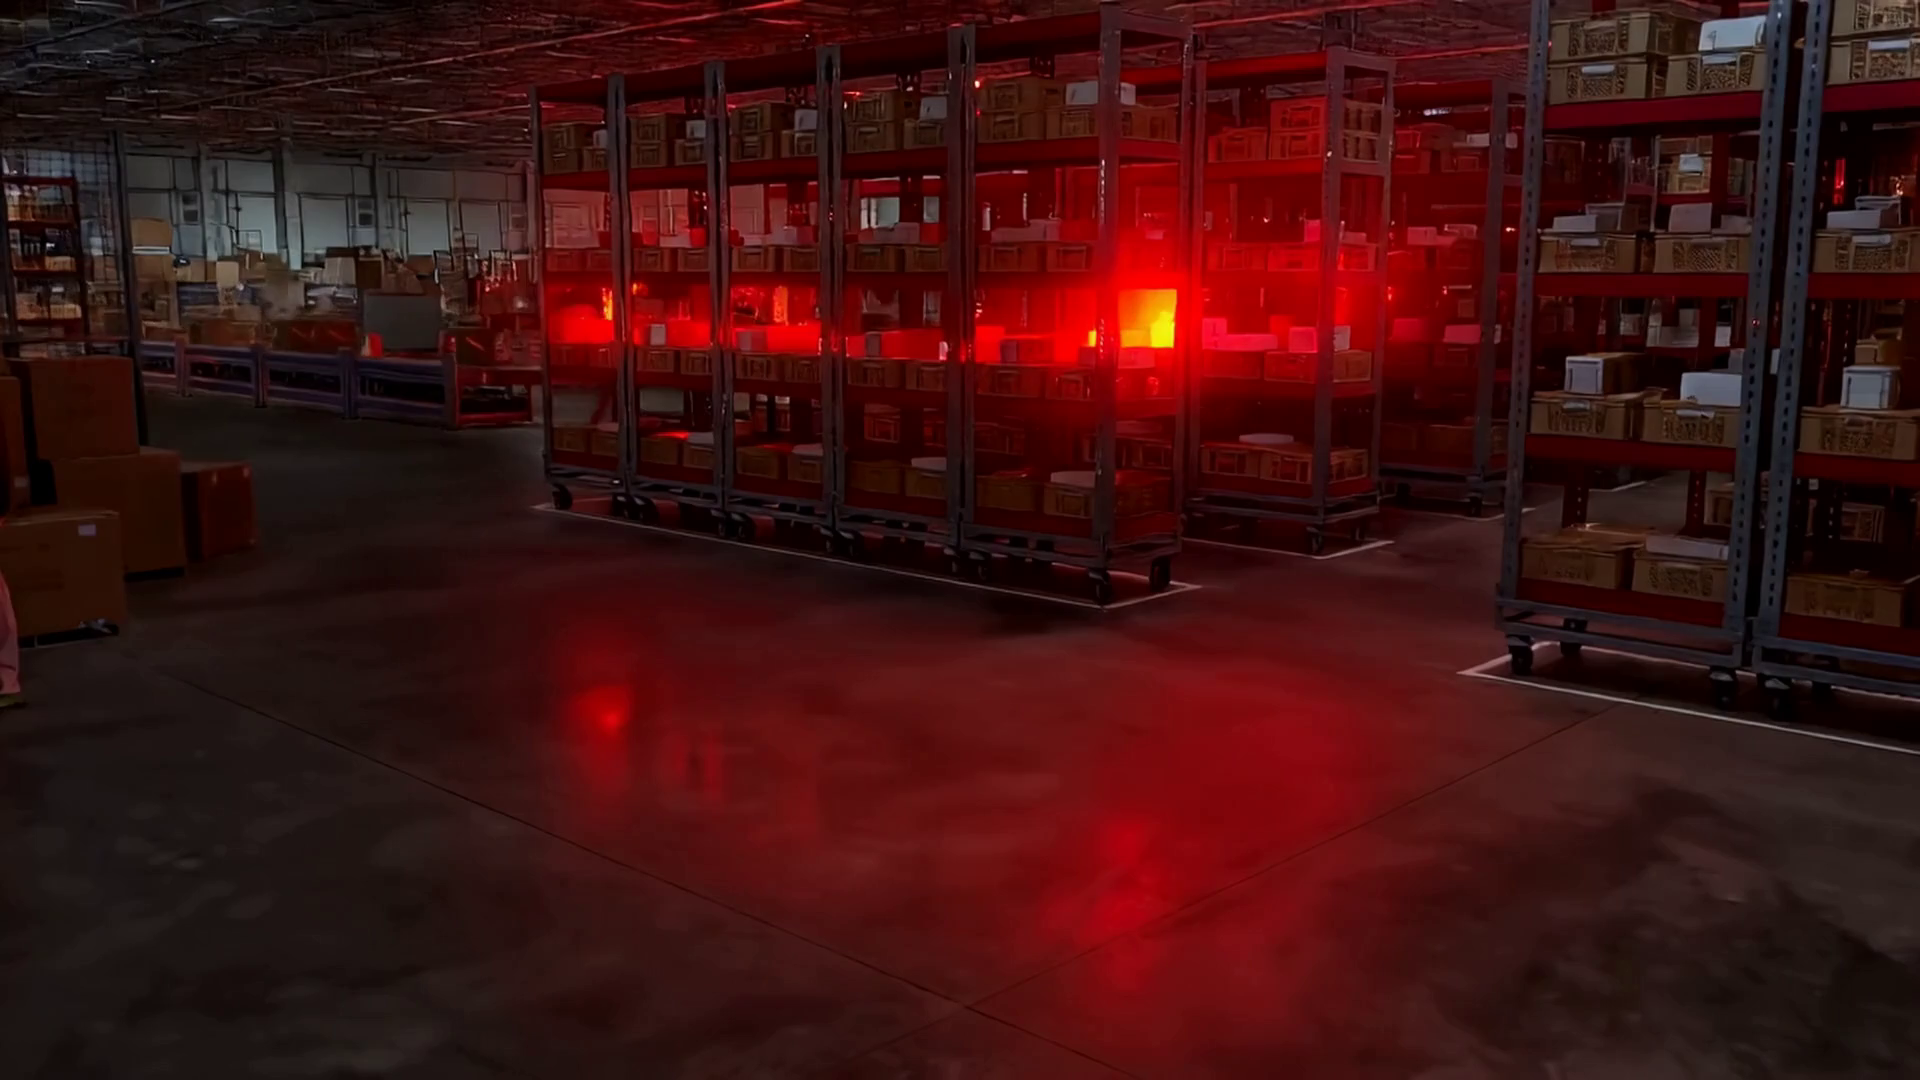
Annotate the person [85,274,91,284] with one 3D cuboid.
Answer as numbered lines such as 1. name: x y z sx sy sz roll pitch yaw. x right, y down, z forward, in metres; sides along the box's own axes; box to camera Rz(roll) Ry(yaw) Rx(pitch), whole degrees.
1. person: -35.193 -9.813 67.198 0.602 1.864 0.589 1 9 8

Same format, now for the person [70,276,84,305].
1. person: -24.357 -6.364 45.768 0.859 1.970 0.622 -5 11 -29

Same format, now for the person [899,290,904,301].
1. person: -1.858 -8.140 57.772 0.508 1.610 0.751 -7 12 -37

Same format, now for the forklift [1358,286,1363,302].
1. forklift: 11.100 -7.017 46.970 1.873 2.768 1.129 9 13 43

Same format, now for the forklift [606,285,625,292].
1. forklift: -18.219 -13.560 87.081 1.873 2.768 1.129 9 13 43

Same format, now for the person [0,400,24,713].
1. person: -4.616 -0.176 7.725 0.373 1.997 0.615 -7 11 -36

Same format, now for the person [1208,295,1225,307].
1. person: 3.179 -2.209 20.889 0.661 1.781 0.625 4 10 24

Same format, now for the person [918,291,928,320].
1. person: -1.028 -5.627 41.701 0.403 1.820 0.602 -5 10 -26

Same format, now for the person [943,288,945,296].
1. person: -0.339 -8.015 55.811 0.624 1.999 1.032 -6 11 -35

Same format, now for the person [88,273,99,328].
1. person: -29.553 -8.122 56.676 0.515 1.922 0.551 -4 10 -26

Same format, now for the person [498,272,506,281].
1. person: -25.621 -14.035 92.941 0.584 1.917 0.381 -3 10 -19

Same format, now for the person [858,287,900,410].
1. person: -0.946 -2.394 21.332 1.028 1.989 0.632 -3 10 -16

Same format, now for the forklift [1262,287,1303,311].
1. forklift: 10.769 -8.203 54.240 1.129 2.768 1.873 8 12 42

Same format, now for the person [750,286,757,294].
1. person: -7.564 -8.946 61.813 0.477 1.888 0.670 -1 9 -6

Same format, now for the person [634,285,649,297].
1. person: -12.343 -9.308 64.088 0.616 1.872 0.954 2 9 11

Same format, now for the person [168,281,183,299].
1. person: -32.538 -10.117 69.016 0.391 1.885 0.695 3 10 20

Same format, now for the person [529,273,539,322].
1. person: -16.270 -9.364 64.327 0.855 1.941 0.625 -1 9 -7

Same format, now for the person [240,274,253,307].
1. person: -19.045 -6.122 44.352 0.350 1.941 0.545 -8 13 -42

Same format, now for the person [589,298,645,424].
1. person: -4.213 -2.119 20.473 0.890 1.724 0.534 -3 10 -18
